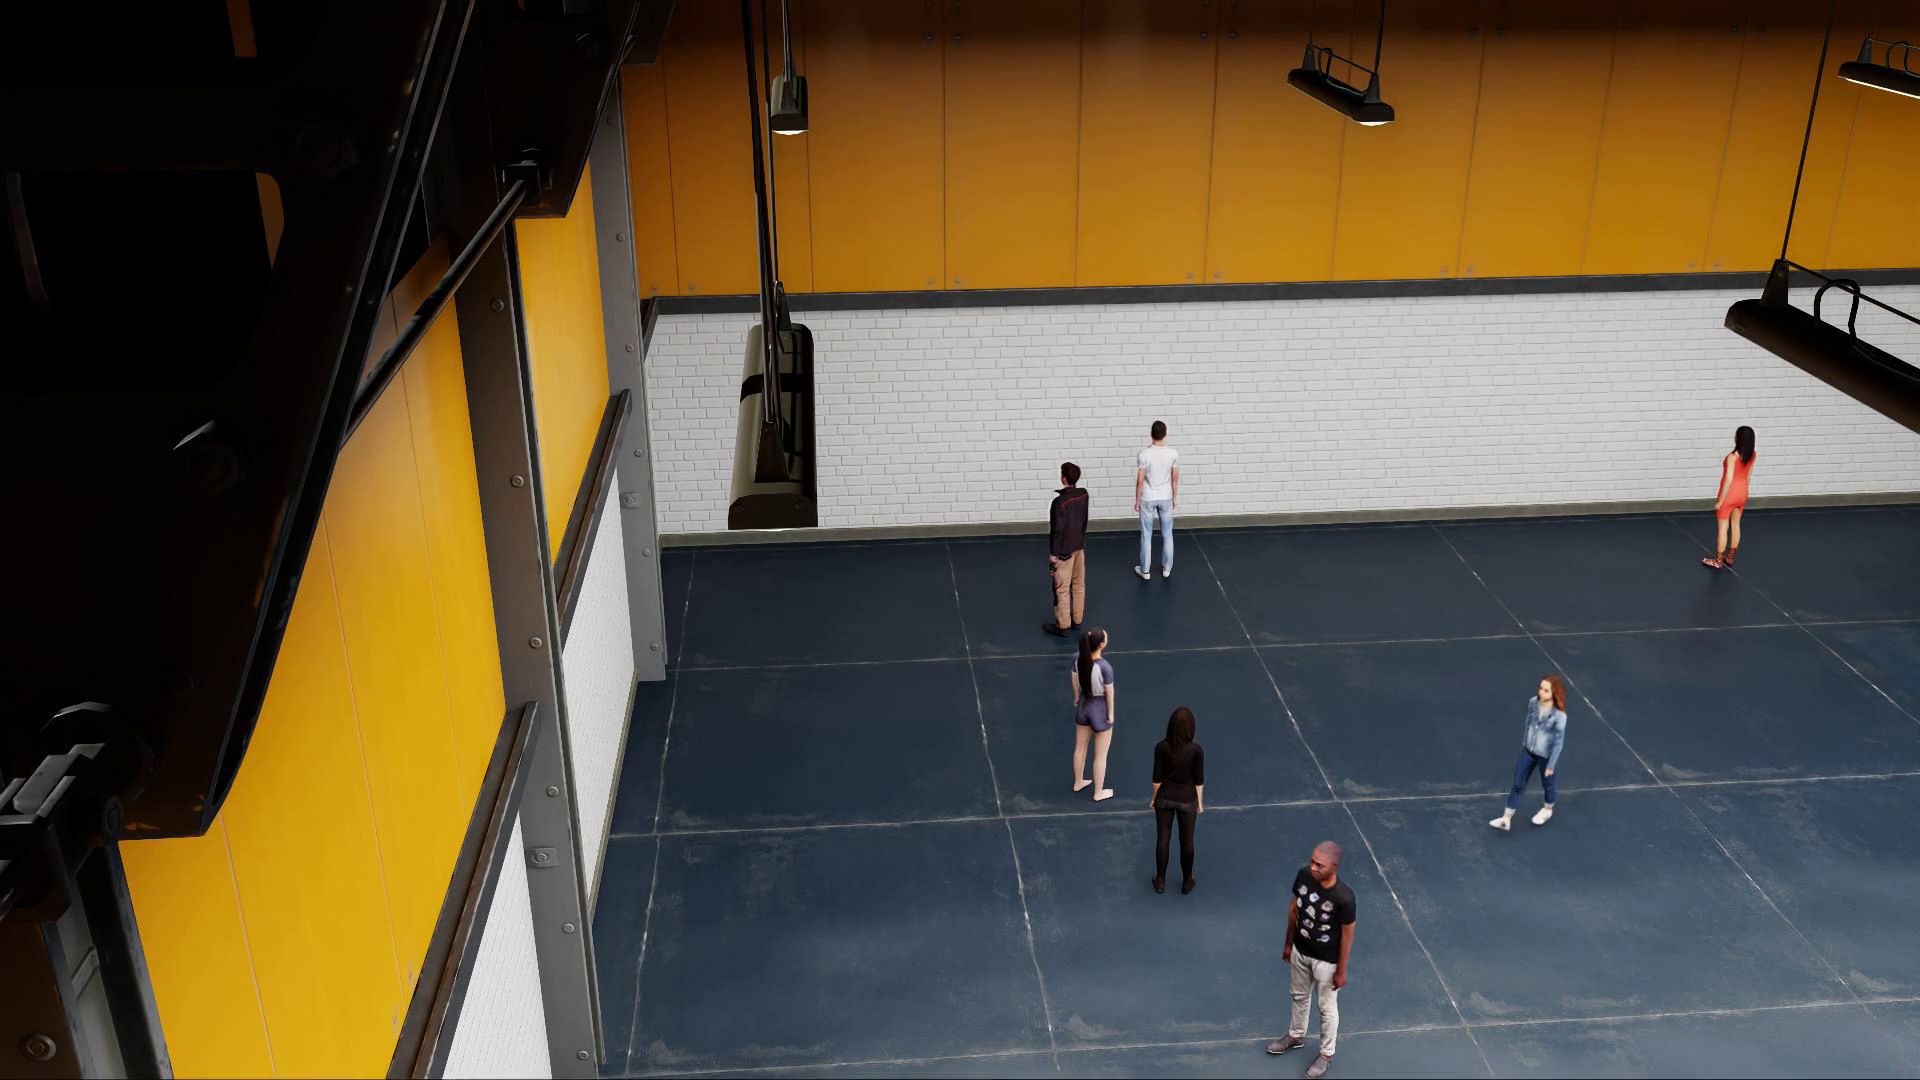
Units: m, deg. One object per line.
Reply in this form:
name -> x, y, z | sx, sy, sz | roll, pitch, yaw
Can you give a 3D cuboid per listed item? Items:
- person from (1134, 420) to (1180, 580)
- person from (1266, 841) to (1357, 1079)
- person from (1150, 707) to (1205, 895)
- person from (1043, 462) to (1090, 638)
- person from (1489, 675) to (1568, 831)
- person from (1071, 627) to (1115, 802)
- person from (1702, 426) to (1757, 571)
person -> 2.215, -0.453, 18.778 | 0.654, 1.850, 0.558 | -4, 24, -8
person -> 2.448, 2.822, 11.344 | 0.820, 1.804, 0.722 | -19, 30, -36
person -> 1.726, 2.076, 13.254 | 0.622, 1.641, 0.592 | 5, 24, 10
person -> 1.133, 0.090, 17.442 | 0.831, 1.925, 0.788 | 21, 31, 40
person -> 4.990, 1.803, 14.119 | 0.928, 1.447, 0.986 | -15, 27, -30
person -> 1.165, 1.506, 14.546 | 0.663, 1.650, 0.732 | 20, 31, 38
person -> 8.842, -0.493, 19.031 | 0.656, 1.719, 0.629 | -11, 26, -24
